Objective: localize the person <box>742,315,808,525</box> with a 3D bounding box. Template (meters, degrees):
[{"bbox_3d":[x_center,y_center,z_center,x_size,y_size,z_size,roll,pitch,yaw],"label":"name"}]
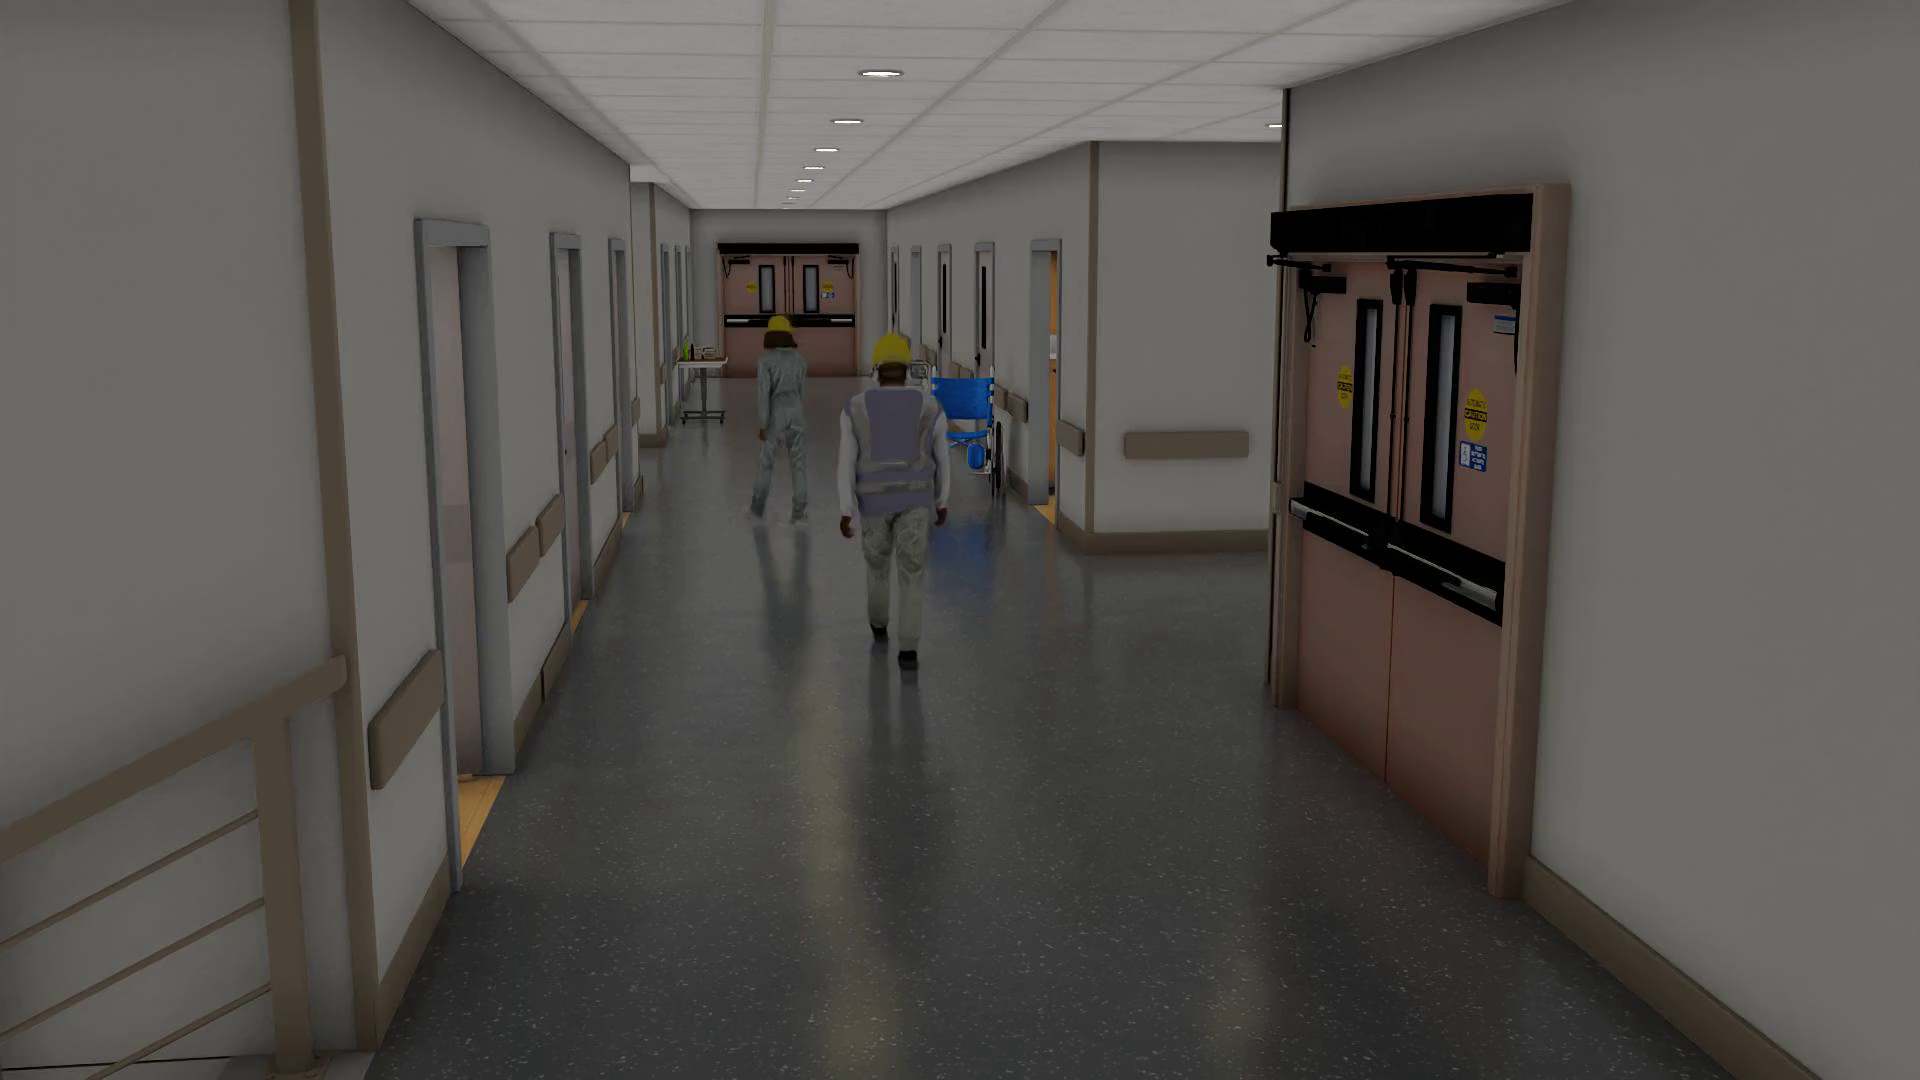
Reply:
[{"bbox_3d":[-1.521,-0.993,13.799,0.488,1.707,0.849,-7,12,-33],"label":"person"}]

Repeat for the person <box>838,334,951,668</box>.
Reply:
[{"bbox_3d":[-0.361,-0.236,9.168,0.616,1.776,0.962,-1,10,-3],"label":"person"}]
